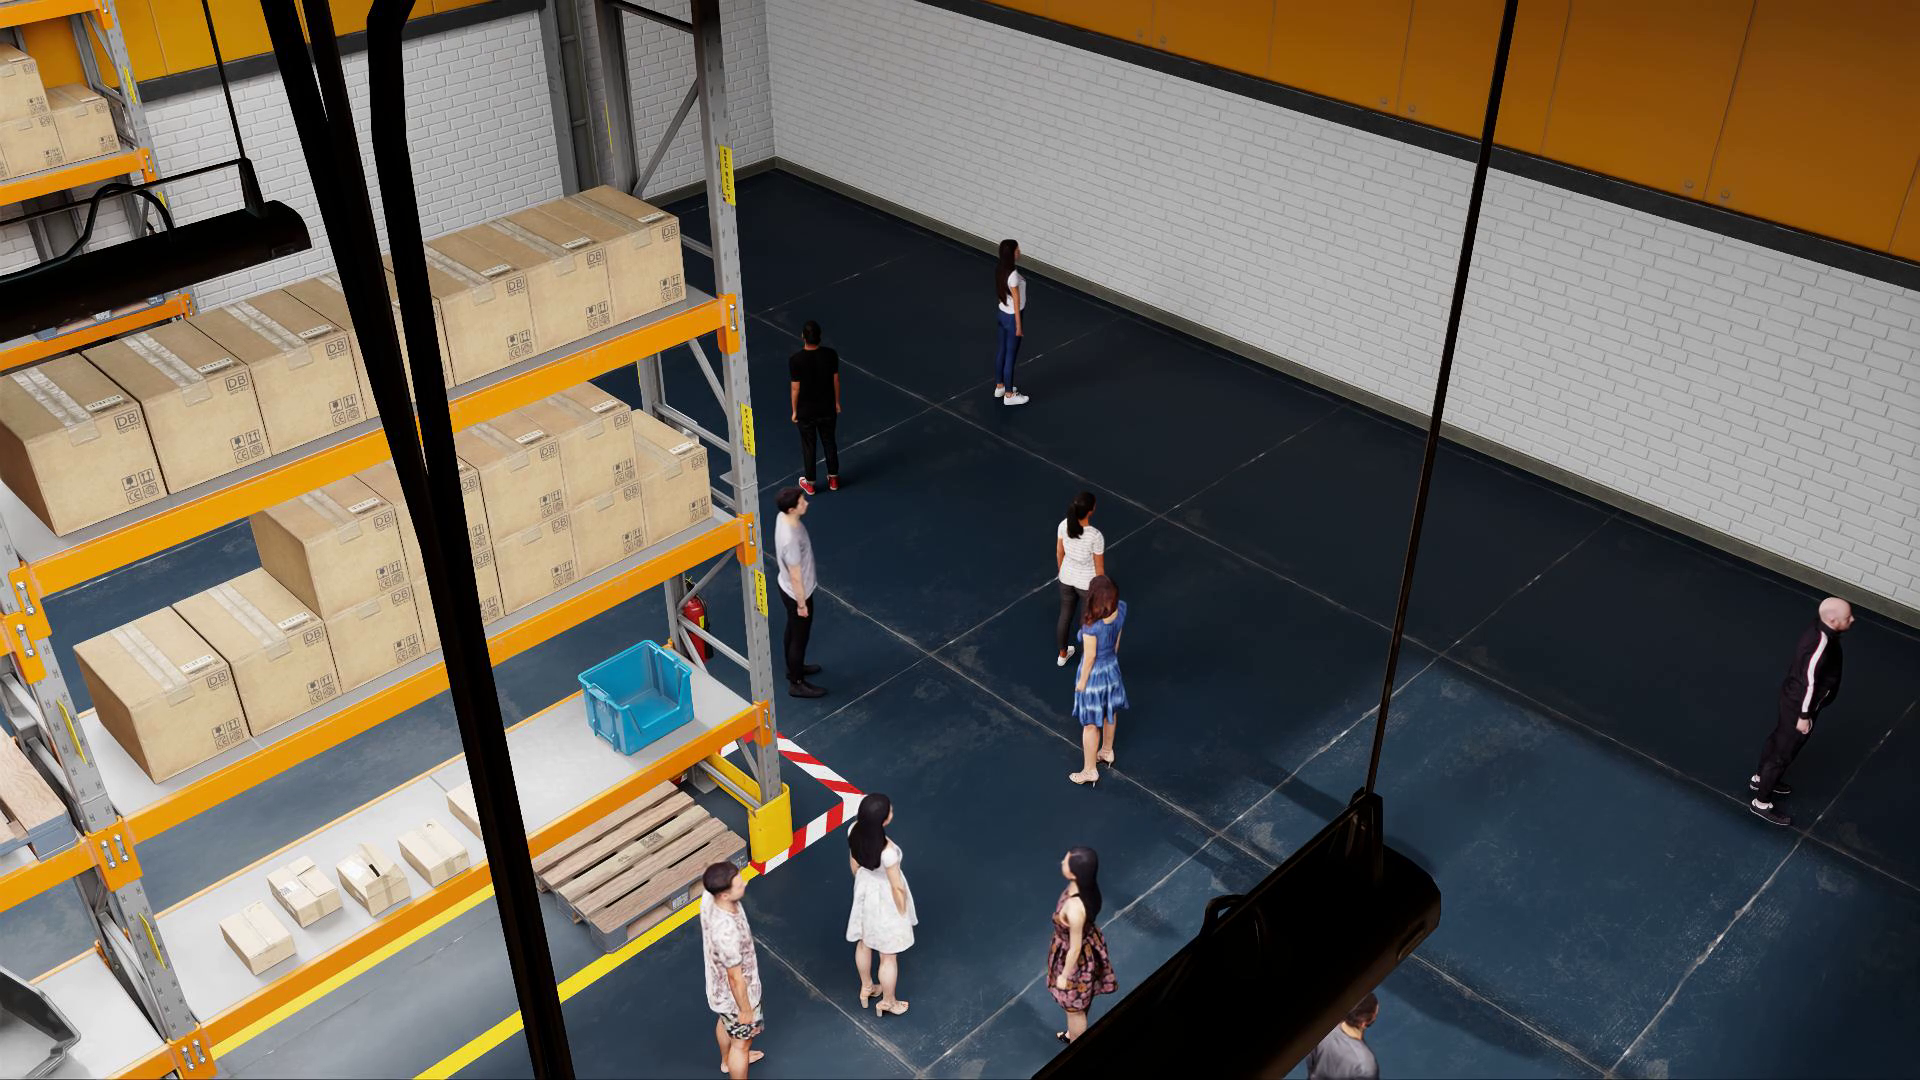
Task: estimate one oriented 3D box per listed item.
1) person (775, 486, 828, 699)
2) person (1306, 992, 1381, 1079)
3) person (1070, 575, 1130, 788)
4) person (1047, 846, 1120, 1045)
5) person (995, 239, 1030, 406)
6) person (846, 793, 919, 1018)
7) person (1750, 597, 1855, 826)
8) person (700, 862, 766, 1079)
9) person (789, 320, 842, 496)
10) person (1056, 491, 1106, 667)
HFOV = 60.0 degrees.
[{"bbox_3d":[-1.282,0.379,12.955,0.744,1.863,0.751,-7,34,-10],"label":"person"},{"bbox_3d":[2.045,3.071,8.997,0.587,1.760,0.658,-20,39,-28],"label":"person"},{"bbox_3d":[0.997,1.009,12.057,0.759,1.806,0.553,22,39,29],"label":"person"},{"bbox_3d":[0.682,2.477,9.879,0.855,1.774,0.774,8,34,12],"label":"person"},{"bbox_3d":[0.497,-2.231,16.960,0.650,1.774,0.662,-12,35,-17],"label":"person"},{"bbox_3d":[-0.496,2.243,10.229,0.631,1.774,0.609,29,43,36],"label":"person"},{"bbox_3d":[5.953,1.162,11.799,0.803,1.837,0.647,14,36,20],"label":"person"},{"bbox_3d":[-1.340,2.564,9.709,0.713,1.816,0.741,-12,36,-18],"label":"person"},{"bbox_3d":[-1.342,-1.241,15.485,0.647,1.758,0.775,-12,35,-17],"label":"person"},{"bbox_3d":[0.954,0.324,13.232,0.605,1.646,0.573,21,39,29],"label":"person"}]
